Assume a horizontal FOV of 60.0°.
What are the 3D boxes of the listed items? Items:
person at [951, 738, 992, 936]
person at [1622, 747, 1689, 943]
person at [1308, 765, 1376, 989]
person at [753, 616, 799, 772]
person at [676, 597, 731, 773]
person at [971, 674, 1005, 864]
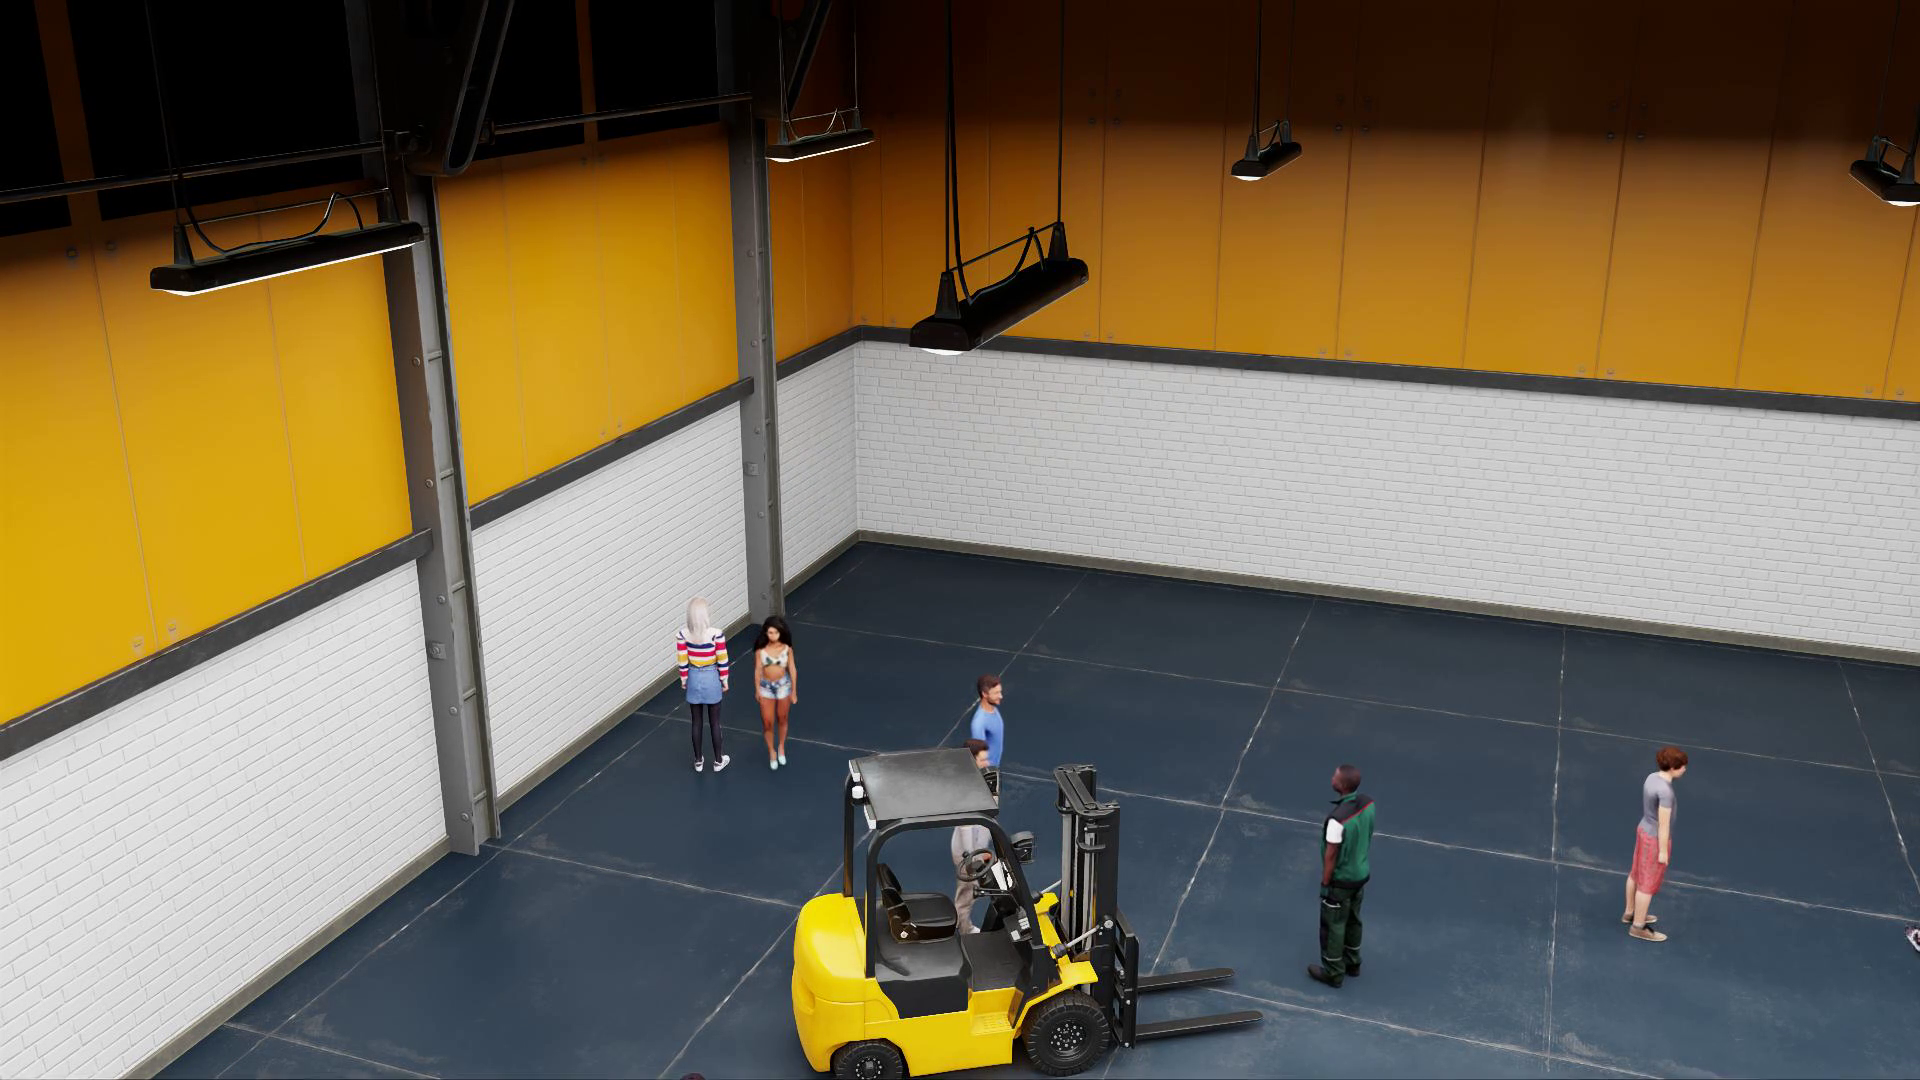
[{"bbox_3d":[0.070,2.433,13.275,0.792,1.859,0.592,2,19,7],"label":"person"},{"bbox_3d":[5.658,2.444,13.575,0.696,1.649,0.520,3,19,8],"label":"person"},{"bbox_3d":[2.983,2.585,12.864,0.709,1.835,0.833,-16,24,-39],"label":"person"},{"bbox_3d":[-1.834,1.478,16.508,0.698,1.607,0.755,-3,19,-8],"label":"person"},{"bbox_3d":[-2.525,1.414,16.379,0.707,1.809,0.621,1,19,4],"label":"person"},{"bbox_3d":[0.212,2.030,14.468,0.735,1.862,0.521,4,19,12],"label":"person"}]
